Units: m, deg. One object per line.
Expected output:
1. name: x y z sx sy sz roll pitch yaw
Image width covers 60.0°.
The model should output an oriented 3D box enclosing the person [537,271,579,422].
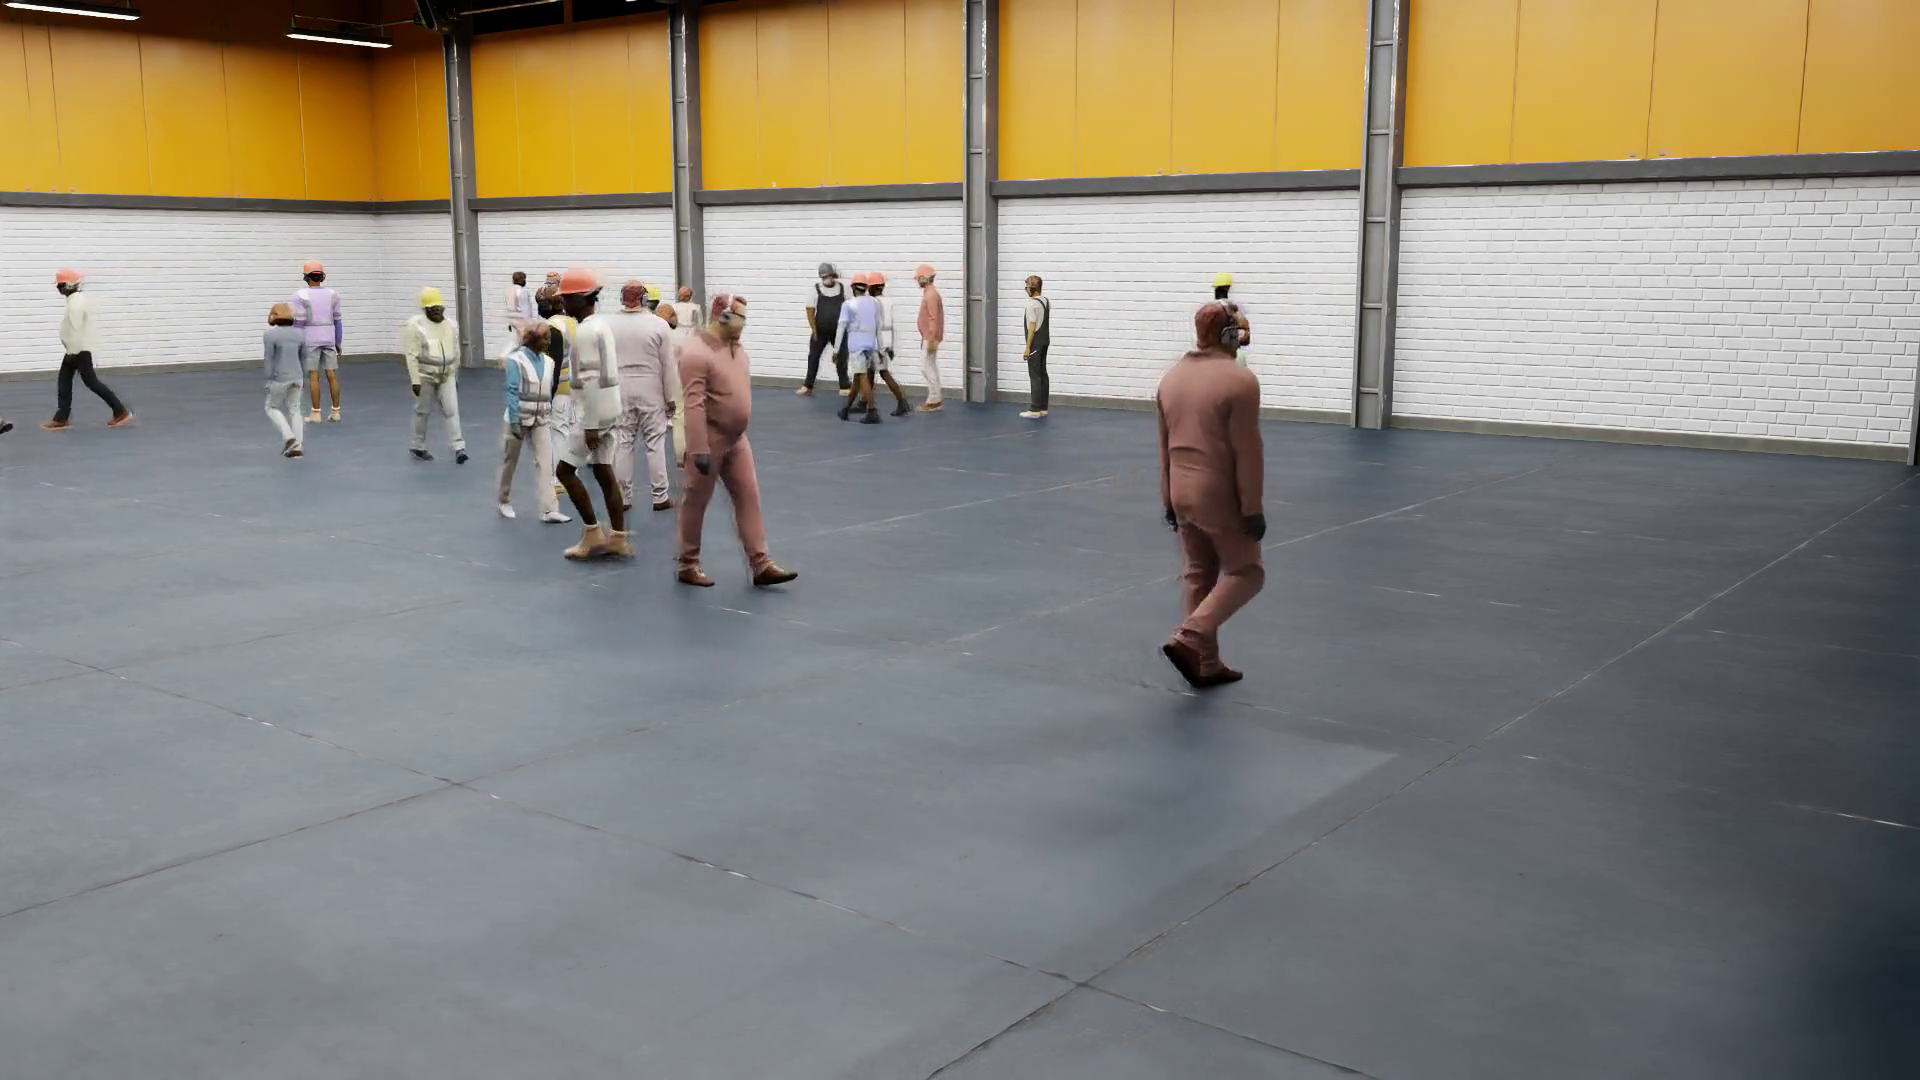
1. person: -4.771 -2.224 19.743 0.652 1.906 0.402 4 10 21

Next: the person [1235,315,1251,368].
1. person: 2.181 -1.020 13.542 0.458 1.619 0.520 -1 10 -7

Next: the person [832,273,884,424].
1. person: -1.287 -2.405 20.919 0.642 1.870 0.955 -8 13 -39

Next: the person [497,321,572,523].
1. person: -3.419 -0.934 13.180 0.864 1.585 0.524 8 13 40

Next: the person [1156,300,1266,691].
1. person: 1.194 -0.196 7.960 0.515 1.894 0.662 -6 12 -32

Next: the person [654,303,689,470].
1. person: -2.874 -1.493 16.279 0.503 1.632 0.274 0 10 2

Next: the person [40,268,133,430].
1. person: -10.622 -2.317 20.152 0.994 1.958 0.625 -6 11 -31

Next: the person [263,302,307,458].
1. person: -6.986 -1.643 17.198 0.351 1.614 0.521 6 12 32

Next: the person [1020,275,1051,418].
1. person: 0.979 -2.495 21.508 0.346 1.843 0.506 5 11 29

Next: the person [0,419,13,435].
1. person: -11.427 -2.100 19.069 1.046 1.880 0.630 3 10 19

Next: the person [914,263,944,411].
1. person: -0.417 -2.735 22.477 0.396 1.993 0.620 0 10 -2

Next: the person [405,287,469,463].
1. person: -5.287 -1.653 16.781 0.619 1.772 0.946 -9 13 -43

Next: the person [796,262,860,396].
1. person: -1.961 -3.144 24.709 0.961 2.000 0.533 -2 10 -12

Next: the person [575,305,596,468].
1. person: -3.717 -1.556 16.607 0.542 1.648 0.880 -1 10 -4

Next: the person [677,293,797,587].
1. person: -1.434 -0.606 10.449 0.938 1.852 0.710 5 11 29

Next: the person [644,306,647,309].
1. person: -4.744 -3.033 25.038 0.857 1.702 0.483 3 10 15

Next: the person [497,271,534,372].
1. person: -7.742 -3.801 29.159 0.646 1.824 0.717 9 14 44

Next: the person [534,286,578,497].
1. person: -3.535 -1.291 14.520 0.430 1.838 0.620 0 10 2

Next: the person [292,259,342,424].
1. person: -8.021 -2.468 20.765 0.372 2.042 0.615 9 13 42

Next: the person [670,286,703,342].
1. person: -4.101 -2.984 24.944 0.521 1.639 0.311 0 10 -1

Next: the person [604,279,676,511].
1. person: -2.644 -1.185 13.696 0.642 1.909 0.410 0 10 2

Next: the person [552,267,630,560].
1. person: -2.561 -0.846 11.387 0.599 2.018 0.647 0 10 1

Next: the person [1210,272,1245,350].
1. person: 3.131 -2.203 19.617 0.592 1.907 0.554 -6 12 -32

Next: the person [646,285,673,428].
1. person: -3.637 -2.175 19.926 0.540 1.730 0.649 -8 12 -38

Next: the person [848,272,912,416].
1. person: -1.045 -2.565 21.800 0.978 1.894 0.543 3 10 19
